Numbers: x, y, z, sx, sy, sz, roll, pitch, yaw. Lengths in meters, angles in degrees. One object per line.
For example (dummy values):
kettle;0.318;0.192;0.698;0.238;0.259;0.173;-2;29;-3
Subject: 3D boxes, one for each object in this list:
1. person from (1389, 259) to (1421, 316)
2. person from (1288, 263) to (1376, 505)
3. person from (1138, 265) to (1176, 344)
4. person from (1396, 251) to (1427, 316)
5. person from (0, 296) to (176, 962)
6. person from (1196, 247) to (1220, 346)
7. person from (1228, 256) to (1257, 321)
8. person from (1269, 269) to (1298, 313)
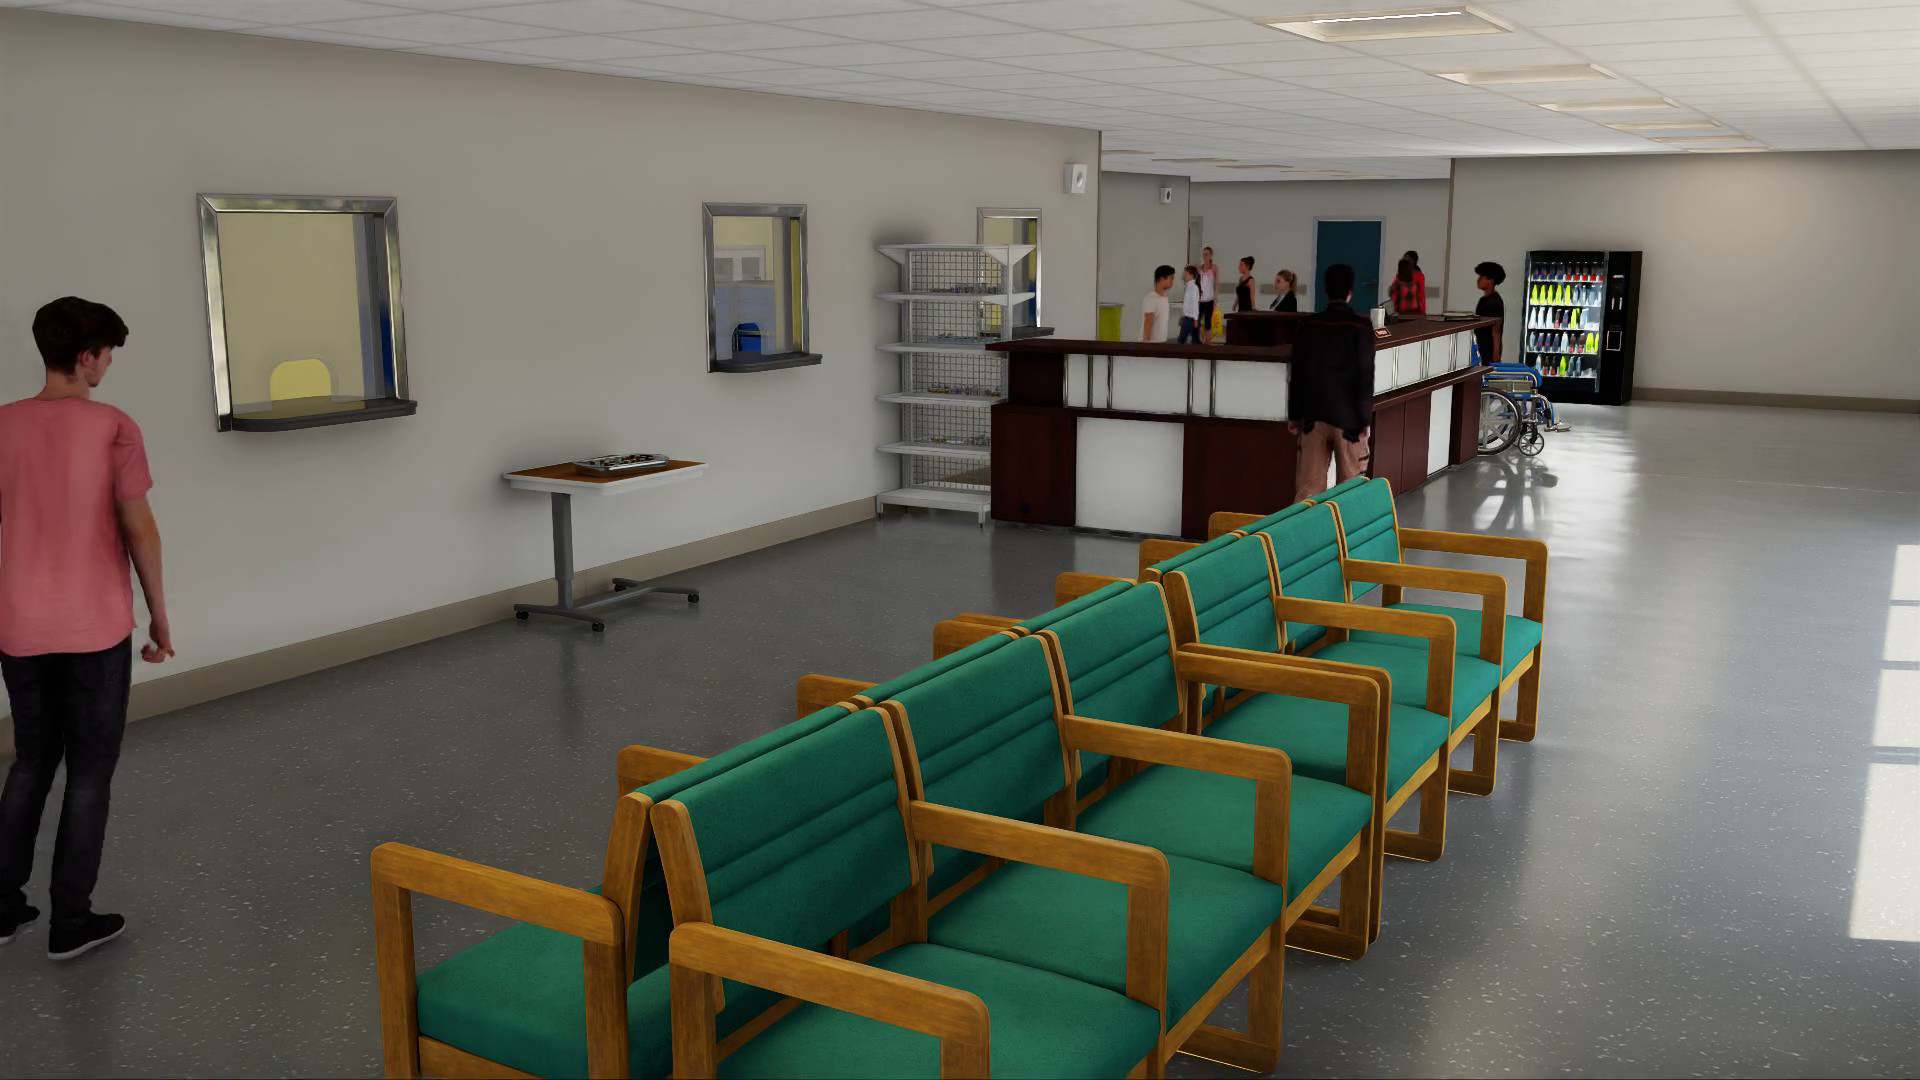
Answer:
person;5.914;-2.821;21.939;1.123;1.657;1.119;-2;11;-9
person;2.221;-0.683;10.027;1.099;1.898;0.755;6;12;29
person;2.020;-2.126;18.096;0.845;1.693;0.686;7;13;33
person;6.436;-3.167;23.590;0.996;1.722;1.176;-8;14;-37
person;-2.667;0.286;4.850;0.802;1.924;0.891;-3;11;-15
person;4.124;-3.948;27.558;0.521;1.776;0.663;7;13;31
person;4.422;-3.451;25.278;1.018;1.650;0.940;-2;11;-12
person;3.488;-1.980;17.461;1.090;1.675;0.970;0;11;-1
